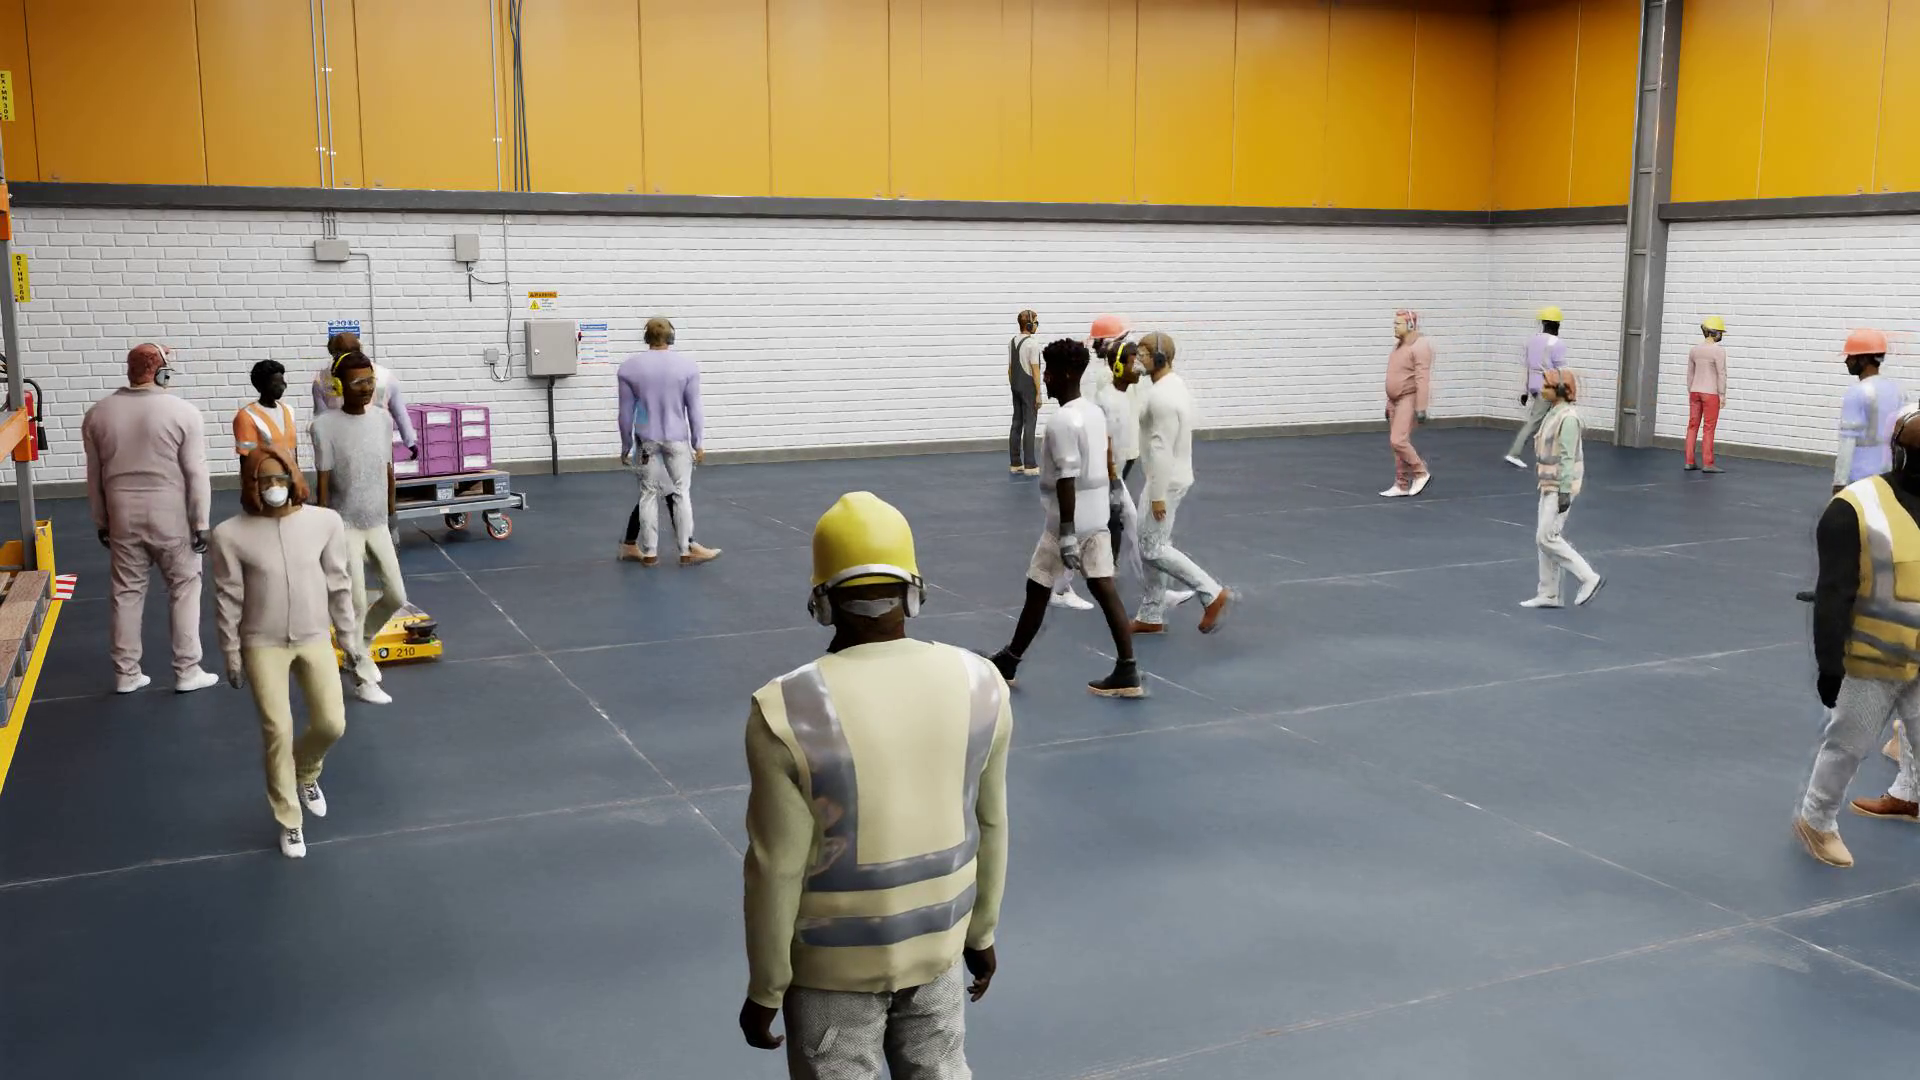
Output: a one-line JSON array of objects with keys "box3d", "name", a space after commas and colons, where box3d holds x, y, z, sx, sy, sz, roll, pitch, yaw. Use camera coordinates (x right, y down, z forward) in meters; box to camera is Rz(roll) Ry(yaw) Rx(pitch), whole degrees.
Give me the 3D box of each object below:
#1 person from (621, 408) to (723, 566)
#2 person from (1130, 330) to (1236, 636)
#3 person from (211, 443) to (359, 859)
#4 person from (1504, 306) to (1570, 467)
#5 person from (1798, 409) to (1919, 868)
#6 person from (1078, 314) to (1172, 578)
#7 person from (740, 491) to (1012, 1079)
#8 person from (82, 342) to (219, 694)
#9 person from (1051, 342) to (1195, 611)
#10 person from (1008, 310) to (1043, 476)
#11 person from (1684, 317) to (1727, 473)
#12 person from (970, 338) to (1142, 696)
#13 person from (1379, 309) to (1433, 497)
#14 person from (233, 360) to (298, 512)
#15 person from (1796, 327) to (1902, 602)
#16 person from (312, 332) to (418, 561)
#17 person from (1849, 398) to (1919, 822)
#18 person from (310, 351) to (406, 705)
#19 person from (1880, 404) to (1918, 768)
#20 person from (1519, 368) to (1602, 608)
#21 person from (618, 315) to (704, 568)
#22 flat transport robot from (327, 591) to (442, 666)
[{"box3d": [-2.272, -0.621, 12.841, 0.848, 1.643, 0.534, 0, 9, 2], "name": "person"}, {"box3d": [1.313, -0.324, 10.186, 0.654, 1.919, 0.631, 2, 9, 12], "name": "person"}, {"box3d": [-2.635, 0.417, 6.509, 0.515, 1.615, 0.419, -6, 11, -34], "name": "person"}, {"box3d": [6.764, -1.768, 19.298, 1.011, 1.886, 0.599, -3, 10, -16], "name": "person"}, {"box3d": [3.380, 0.412, 6.013, 0.646, 1.797, 0.959, 1, 9, 3], "name": "person"}, {"box3d": [1.205, -0.659, 12.106, 0.688, 1.968, 0.618, 5, 10, 27], "name": "person"}, {"box3d": [-0.180, 0.813, 3.389, 0.601, 1.828, 0.404, -6, 11, -32], "name": "person"}, {"box3d": [-4.341, -0.111, 8.963, 0.656, 1.893, 0.396, 0, 9, -2], "name": "person"}, {"box3d": [1.046, -0.400, 10.988, 1.013, 1.808, 0.530, 4, 10, 24], "name": "person"}, {"box3d": [0.743, -1.639, 18.561, 0.341, 1.845, 0.511, -7, 11, -36], "name": "person"}, {"box3d": [8.464, -1.641, 18.833, 0.329, 1.762, 0.523, -4, 10, -21], "name": "person"}, {"box3d": [0.546, -0.119, 8.903, 1.022, 1.910, 0.622, 5, 10, 29], "name": "person"}, {"box3d": [4.429, -1.354, 16.629, 0.421, 1.892, 0.674, -2, 9, -10], "name": "person"}, {"box3d": [-4.646, -0.370, 11.203, 0.340, 1.682, 0.536, 3, 10, 18], "name": "person"}, {"box3d": [6.062, -0.451, 11.025, 0.546, 1.911, 0.831, -7, 11, -36], "name": "person"}, {"box3d": [-4.568, -0.692, 12.820, 0.738, 1.803, 0.723, -3, 10, -18], "name": "person"}, {"box3d": [3.987, 0.261, 6.701, 0.511, 1.868, 0.580, 5, 11, 30], "name": "person"}, {"box3d": [-3.179, -0.064, 8.749, 0.461, 1.860, 0.505, 7, 11, 36], "name": "person"}, {"box3d": [4.477, 0.040, 7.524, 0.605, 2.045, 0.378, 5, 10, 28], "name": "person"}, {"box3d": [4.004, -0.327, 11.068, 0.418, 1.629, 0.534, 1, 9, 5], "name": "person"}, {"box3d": [-2.273, -0.744, 12.717, 0.636, 1.937, 0.360, -1, 9, -4], "name": "person"}, {"box3d": [-3.662, 0.509, 10.099, 0.652, 0.197, 1.431, -6, 11, -31], "name": "flat transport robot"}]
